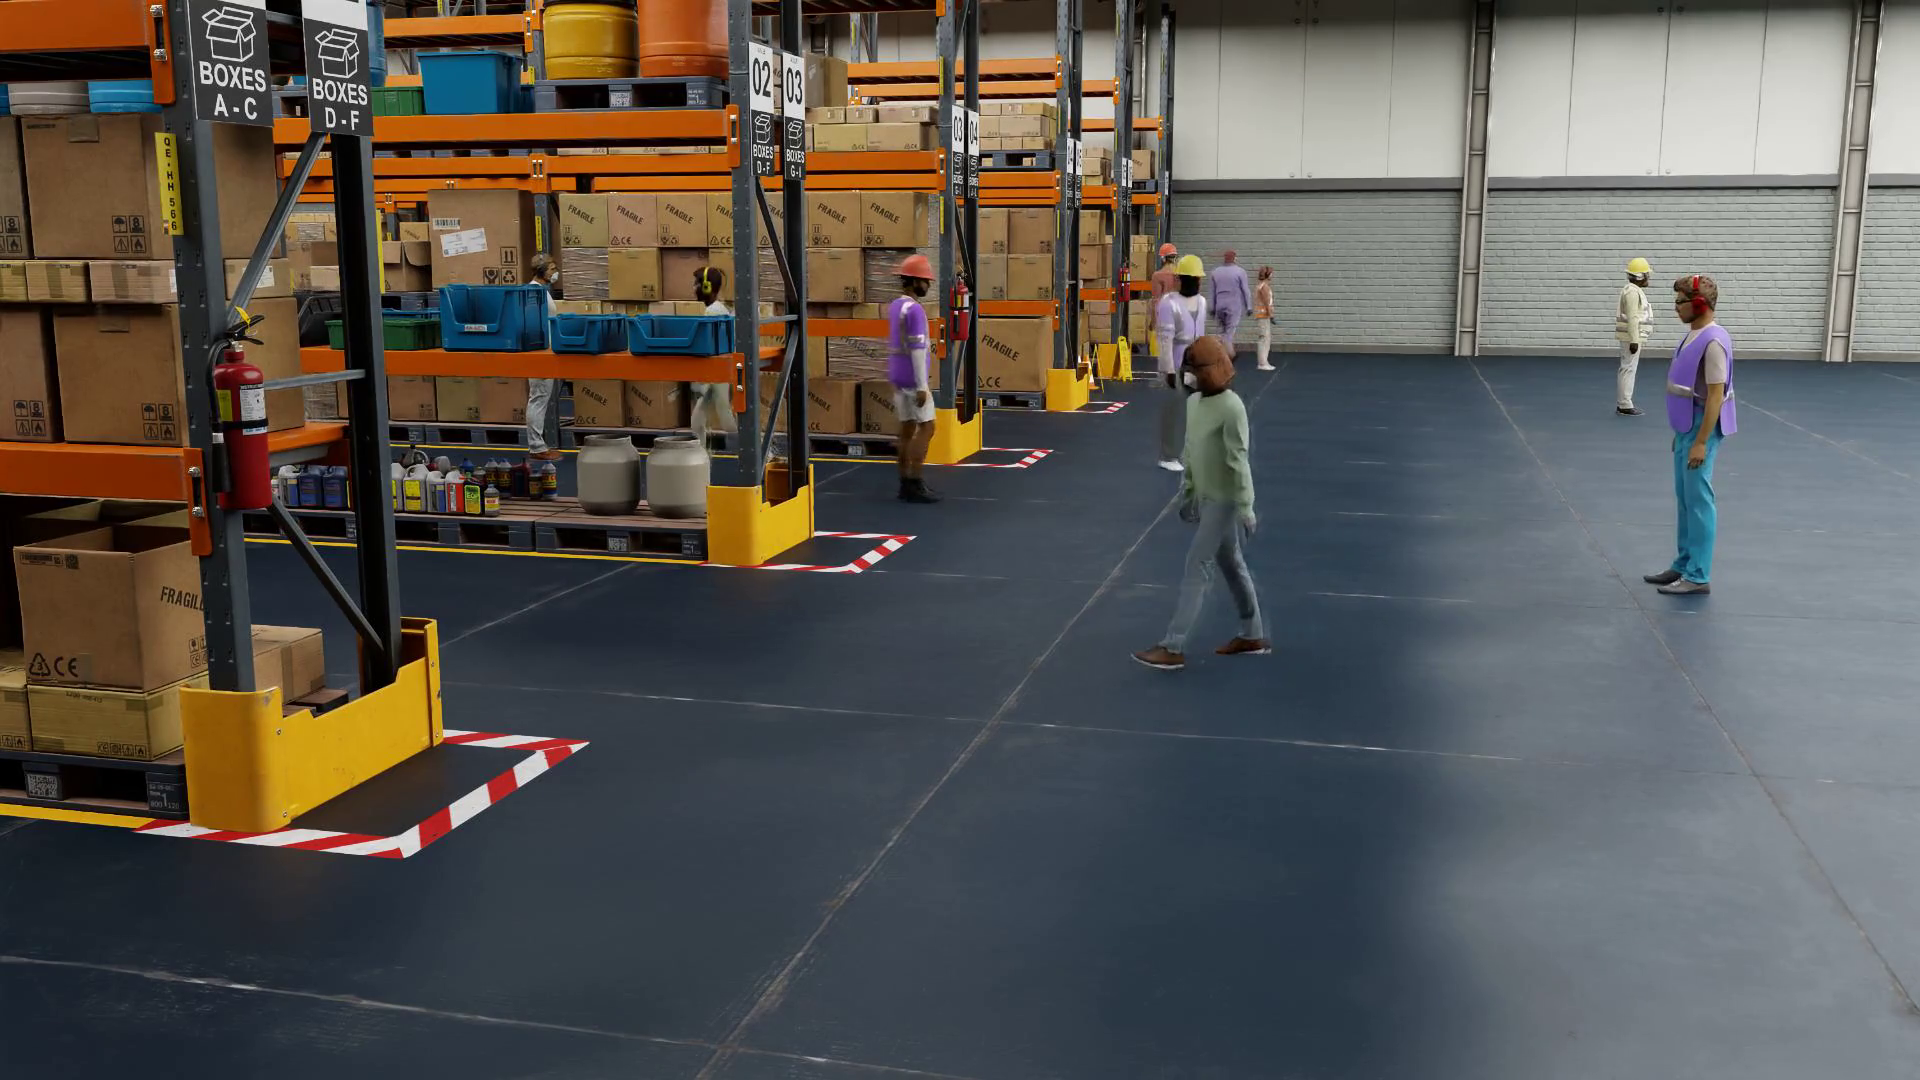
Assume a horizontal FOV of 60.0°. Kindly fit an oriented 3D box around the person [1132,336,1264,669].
[{"bbox_3d":[1.154,-0.168,7.936,0.871,1.584,0.550,-3,11,-16],"label":"person"}]

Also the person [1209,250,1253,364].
[{"bbox_3d":[4.532,-3.848,27.535,0.653,1.871,0.913,9,14,41],"label":"person"}]

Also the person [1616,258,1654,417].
[{"bbox_3d":[7.852,-2.357,19.380,0.404,1.831,0.593,3,11,17],"label":"person"}]

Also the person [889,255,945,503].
[{"bbox_3d":[-0.345,-1.251,13.008,0.390,1.928,0.546,-4,11,-21],"label":"person"}]

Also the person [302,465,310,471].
[{"bbox_3d":[-5.894,-1.410,14.218,0.820,1.811,0.594,6,12,29],"label":"person"}]

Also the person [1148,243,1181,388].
[{"bbox_3d":[2.874,-3.102,23.052,0.612,1.995,0.377,-7,12,-33],"label":"person"}]

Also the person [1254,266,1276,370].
[{"bbox_3d":[4.807,-3.480,26.158,0.357,1.638,0.525,2,10,9],"label":"person"}]

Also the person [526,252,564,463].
[{"bbox_3d":[-3.873,-1.681,15.379,0.375,1.931,0.625,-3,11,-15],"label":"person"}]

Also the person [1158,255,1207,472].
[{"bbox_3d":[1.993,-1.536,14.618,0.589,1.907,0.587,-7,12,-35],"label":"person"}]

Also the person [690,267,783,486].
[{"bbox_3d":[-1.949,-1.339,13.759,0.910,1.831,0.529,-1,10,-7],"label":"person"}]

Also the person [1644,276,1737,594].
[{"bbox_3d":[4.263,-0.599,9.618,0.388,1.837,0.563,2,10,11],"label":"person"}]

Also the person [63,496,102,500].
[{"bbox_3d":[-5.684,-0.717,10.838,0.280,1.631,0.504,1,10,7],"label":"person"}]
